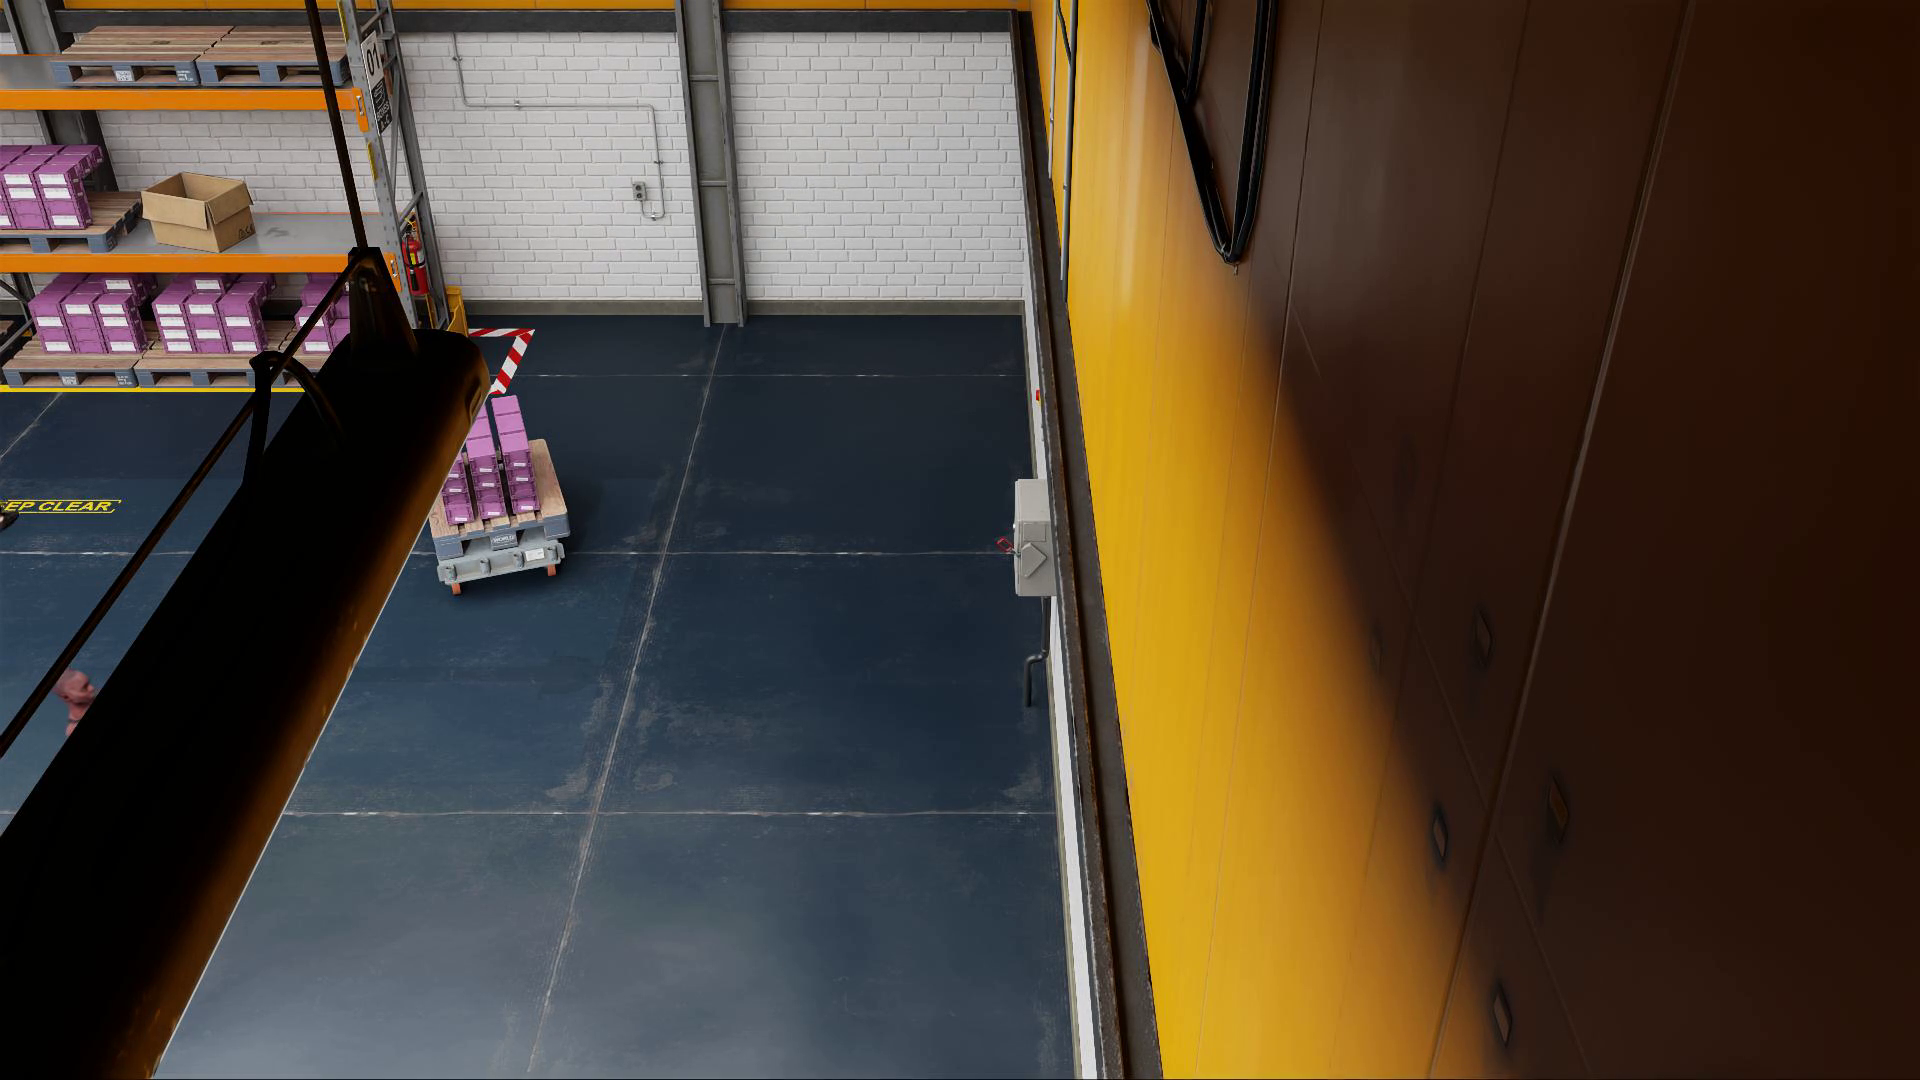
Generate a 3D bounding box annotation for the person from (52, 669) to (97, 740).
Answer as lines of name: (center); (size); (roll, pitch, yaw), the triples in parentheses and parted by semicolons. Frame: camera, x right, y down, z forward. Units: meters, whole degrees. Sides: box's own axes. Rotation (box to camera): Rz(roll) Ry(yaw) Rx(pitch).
person: (-4.906, 1.451, 9.612); (0.588, 1.758, 0.619); (-7, 34, -10)
